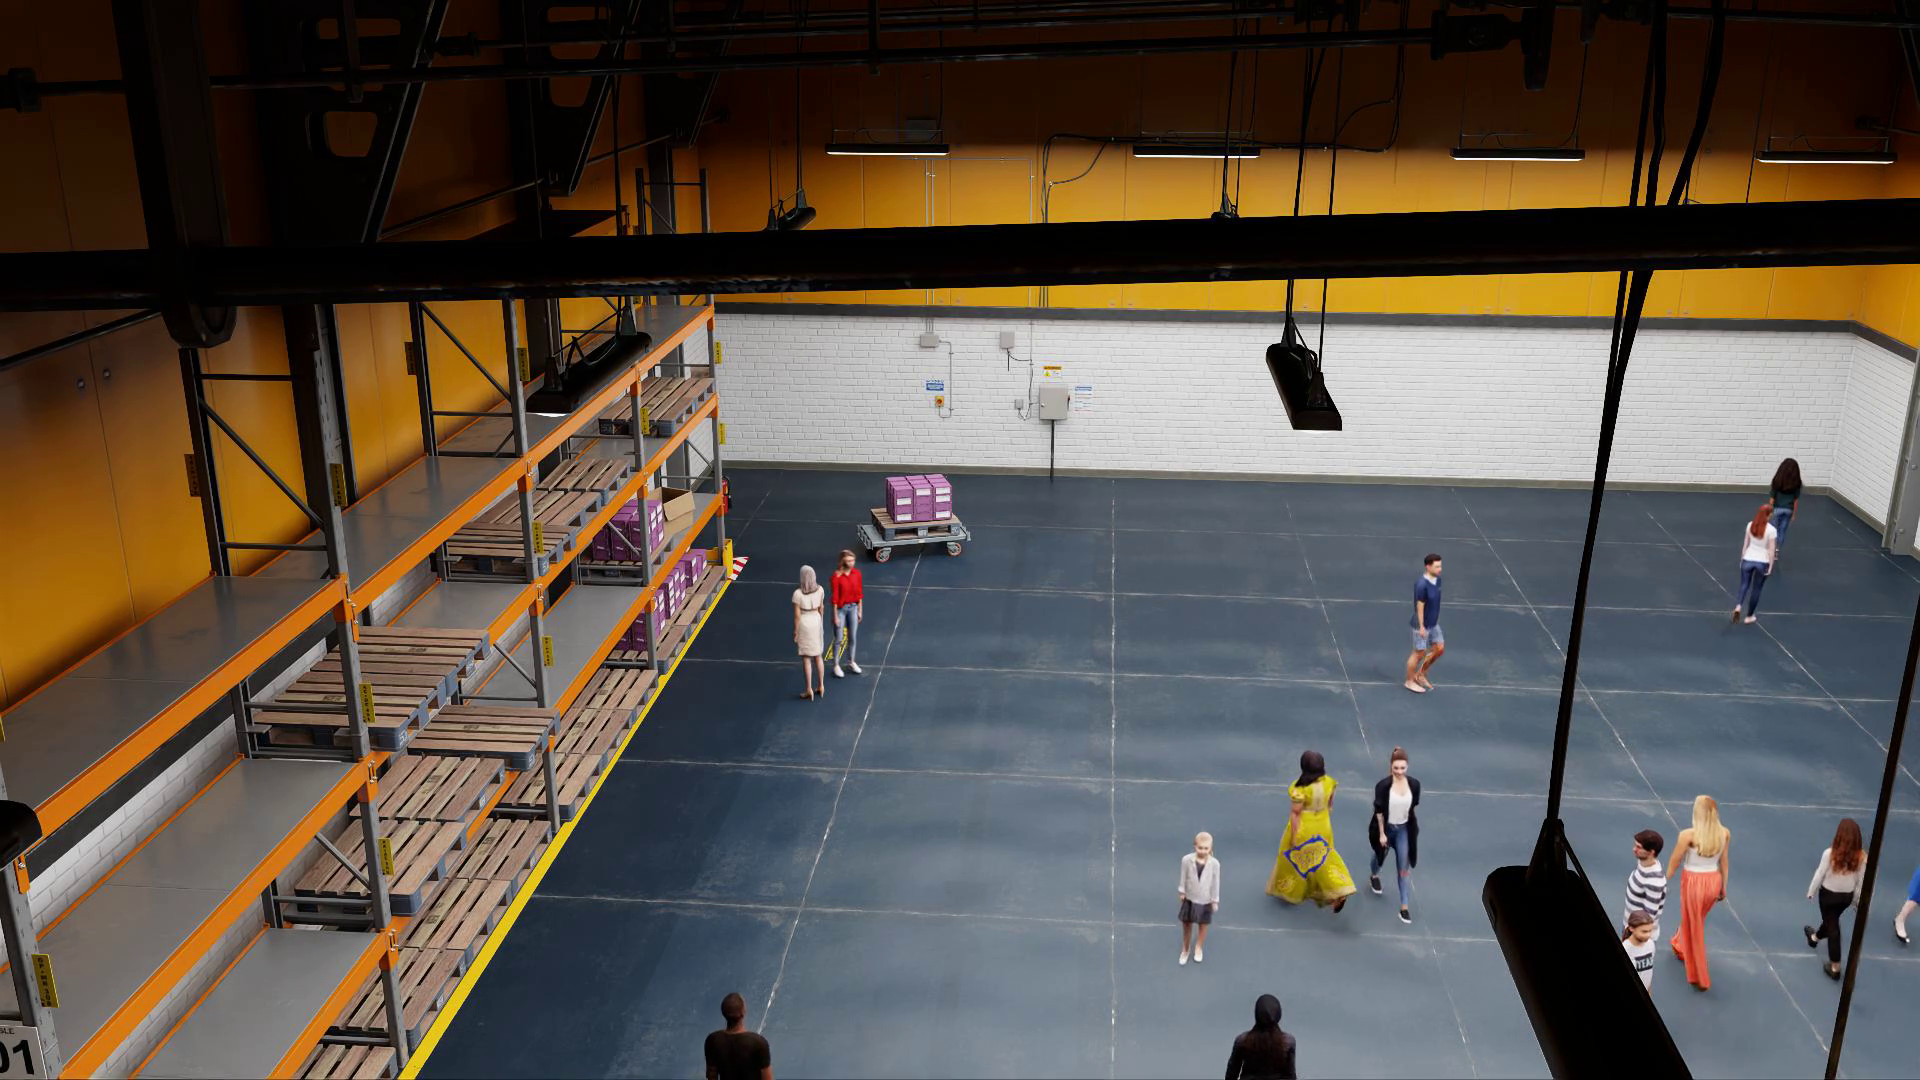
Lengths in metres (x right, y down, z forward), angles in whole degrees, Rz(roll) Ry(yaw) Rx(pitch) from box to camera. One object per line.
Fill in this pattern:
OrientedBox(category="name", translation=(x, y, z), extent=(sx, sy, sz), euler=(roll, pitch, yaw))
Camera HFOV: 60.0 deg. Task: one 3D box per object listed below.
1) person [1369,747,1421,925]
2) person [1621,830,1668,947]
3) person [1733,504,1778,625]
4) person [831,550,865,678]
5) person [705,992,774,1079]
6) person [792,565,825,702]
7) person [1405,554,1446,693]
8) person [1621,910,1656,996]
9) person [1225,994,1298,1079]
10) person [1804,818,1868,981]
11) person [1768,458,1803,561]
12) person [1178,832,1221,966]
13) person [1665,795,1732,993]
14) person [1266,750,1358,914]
OrientedBox(category="person", translation=(4.095, 2.745, 15.900), extent=(0.668, 1.628, 1.121), euler=(-1, 19, -2))
OrientedBox(category="person", translation=(5.741, 3.274, 13.993), extent=(0.732, 1.842, 0.495), euler=(4, 19, 11))
OrientedBox(category="person", translation=(10.888, 0.356, 22.838), extent=(0.806, 1.728, 0.881), euler=(17, 25, 41))
OrientedBox(category="person", translation=(-1.460, 0.917, 21.217), extent=(0.703, 1.699, 0.734), euler=(-11, 21, -29))
OrientedBox(category="person", translation=(-1.560, 4.058, 11.751), extent=(0.761, 1.787, 1.033), euler=(5, 19, 14))
OrientedBox(category="person", translation=(-1.848, 1.141, 20.495), extent=(0.694, 1.735, 0.736), euler=(-12, 22, -32))
OrientedBox(category="person", translation=(5.728, 1.012, 20.730), extent=(0.763, 1.830, 0.827), euler=(-16, 24, -39))
OrientedBox(category="person", translation=(5.352, 3.645, 13.332), extent=(0.607, 1.561, 0.633), euler=(-7, 20, -20))
OrientedBox(category="person", translation=(2.151, 4.085, 11.818), extent=(0.731, 1.694, 1.201), euler=(0, 19, -1))
OrientedBox(category="person", translation=(7.818, 3.218, 14.783), extent=(0.585, 1.444, 0.945), euler=(1, 19, 2))
OrientedBox(category="person", translation=(12.572, -0.440, 25.390), extent=(0.647, 1.607, 0.738), euler=(5, 19, 14))
OrientedBox(category="person", translation=(2.172, 3.205, 15.096), extent=(0.573, 1.269, 0.622), euler=(5, 19, 14))
OrientedBox(category="person", translation=(6.501, 3.126, 14.543), extent=(0.748, 1.772, 1.052), euler=(-2, 19, -5))
OrientedBox(category="person", translation=(3.361, 2.795, 15.739), extent=(1.050, 1.636, 1.187), euler=(-9, 21, -25))
